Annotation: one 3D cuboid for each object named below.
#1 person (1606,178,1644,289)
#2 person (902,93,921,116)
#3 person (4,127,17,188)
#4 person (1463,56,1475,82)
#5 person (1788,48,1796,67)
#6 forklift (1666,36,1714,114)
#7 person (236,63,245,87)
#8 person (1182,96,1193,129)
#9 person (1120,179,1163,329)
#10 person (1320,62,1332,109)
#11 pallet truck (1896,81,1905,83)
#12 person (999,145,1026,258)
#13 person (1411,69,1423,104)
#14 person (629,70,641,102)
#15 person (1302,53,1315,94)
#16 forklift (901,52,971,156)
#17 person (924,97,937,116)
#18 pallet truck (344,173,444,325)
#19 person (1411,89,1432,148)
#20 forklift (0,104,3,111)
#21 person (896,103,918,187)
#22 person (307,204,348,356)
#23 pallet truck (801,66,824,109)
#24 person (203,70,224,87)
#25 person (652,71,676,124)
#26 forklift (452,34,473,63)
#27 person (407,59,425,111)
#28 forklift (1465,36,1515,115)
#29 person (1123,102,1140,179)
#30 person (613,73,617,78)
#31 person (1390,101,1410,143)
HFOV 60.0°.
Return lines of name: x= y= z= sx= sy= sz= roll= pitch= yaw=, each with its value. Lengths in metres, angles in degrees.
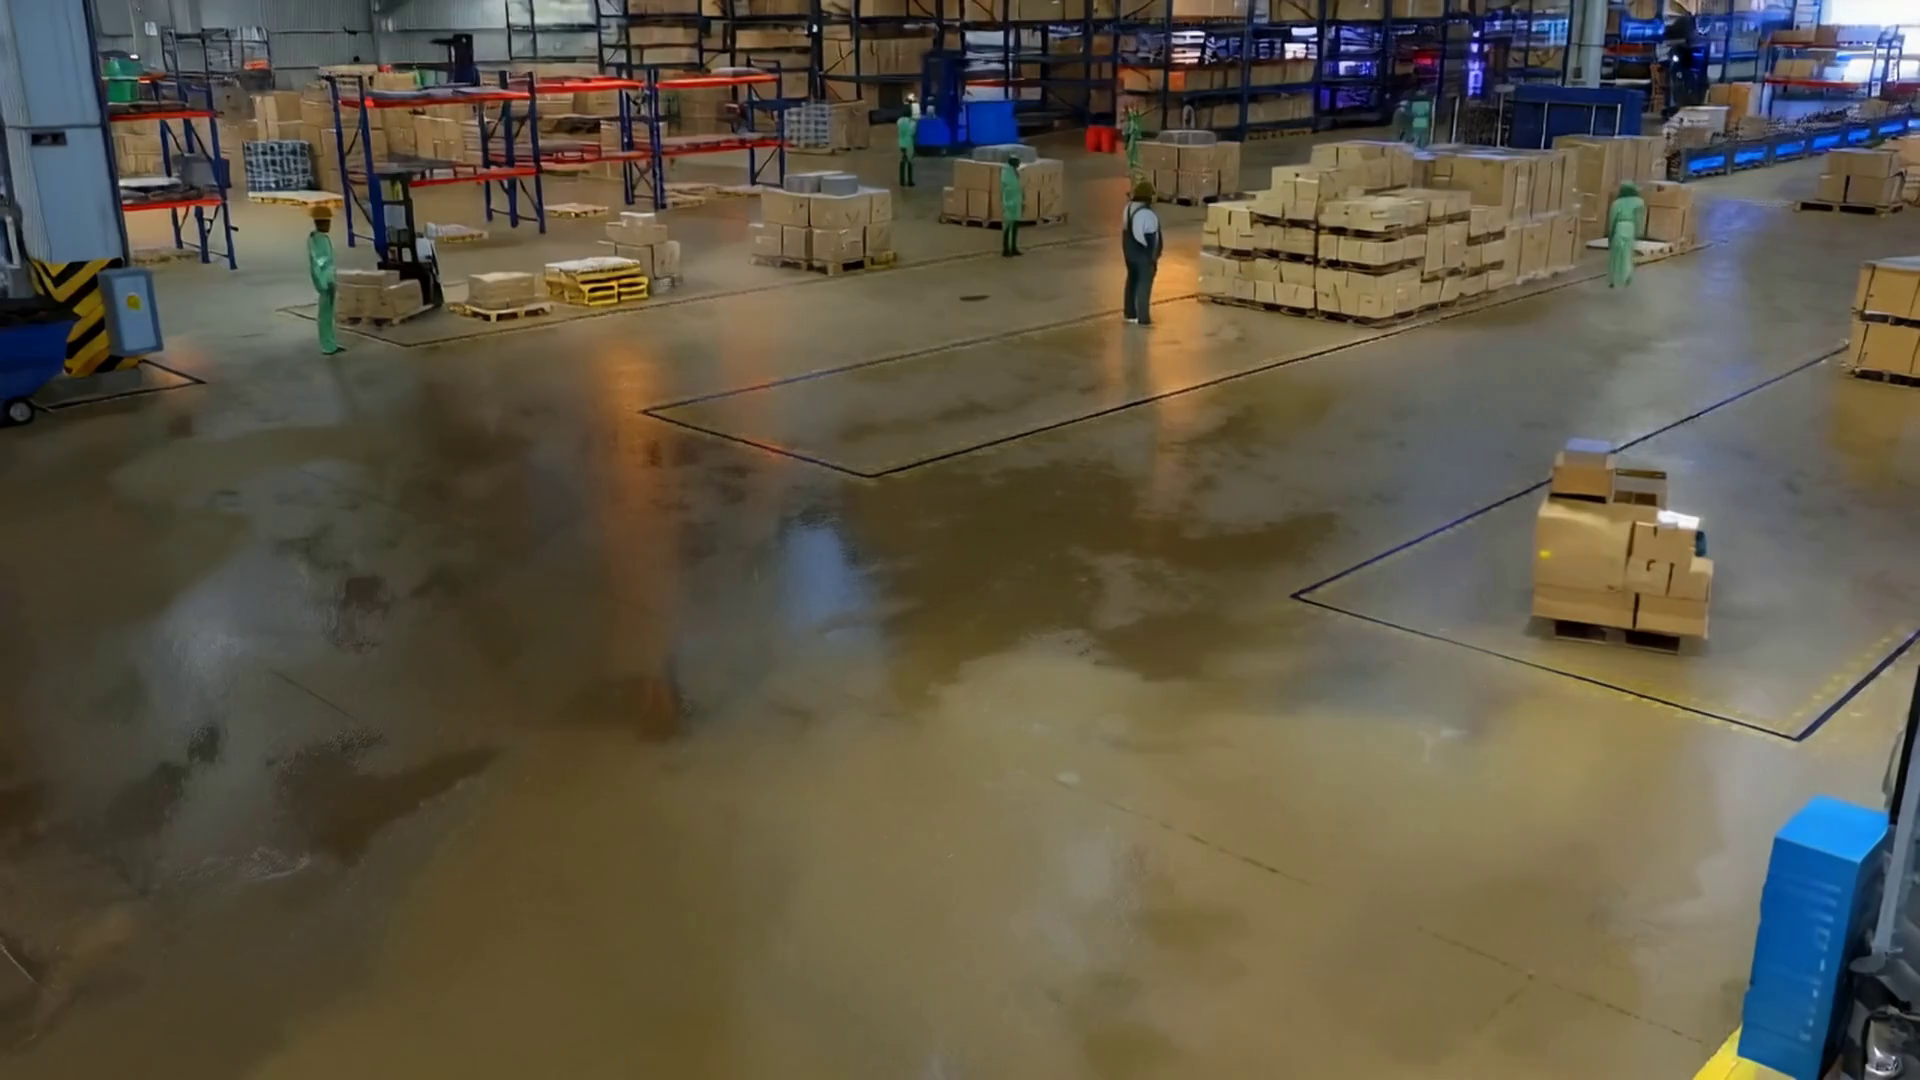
person: x=10.338 y=-4.759 z=25.911 sx=0.499 sy=1.724 sz=0.497 roll=3 pitch=19 yaw=9
person: x=-1.378 y=-11.942 z=47.646 sx=0.575 sy=1.662 sz=0.403 roll=1 pitch=18 yaw=4
person: x=-21.523 y=-8.742 z=37.656 sx=0.916 sy=1.895 sz=0.633 roll=8 pitch=20 yaw=24
person: x=20.941 y=-19.008 z=68.599 sx=0.713 sy=1.889 sz=0.654 roll=-8 pitch=20 yaw=-23
person: x=42.965 y=-24.768 z=86.202 sx=0.561 sy=1.725 sz=0.726 roll=-8 pitch=20 yaw=-22
forklift: x=27.341 y=-17.291 z=61.877 sx=1.129 sy=2.768 sz=1.873 roll=17 pitch=25 yaw=41
person: x=-25.566 y=-16.006 z=59.388 sx=0.623 sy=1.993 sz=0.386 roll=9 pitch=20 yaw=25
person: x=6.431 y=-11.737 z=47.074 sx=0.307 sy=1.645 sz=0.511 roll=7 pitch=20 yaw=20
person: x=2.548 y=-3.957 z=23.016 sx=0.538 sy=2.000 sz=0.687 roll=-10 pitch=21 yaw=-28
person: x=13.534 y=-16.857 z=61.981 sx=0.733 sy=1.991 sz=0.395 roll=3 pitch=19 yaw=10
pallet truck: x=34.802 y=-16.331 z=61.455 sx=0.653 sy=1.274 sz=1.630 roll=17 pitch=25 yaw=41
person: x=0.939 y=-5.929 z=29.132 sx=0.542 sy=1.929 sz=0.374 roll=-15 pitch=24 yaw=-39
person: x=16.792 y=-16.343 z=60.850 sx=0.513 sy=1.714 sz=0.968 roll=-17 pitch=25 yaw=-41
person: x=-11.039 y=-14.880 z=56.116 sx=0.587 sy=1.920 sz=0.391 roll=-10 pitch=21 yaw=-27
person: x=15.493 y=-20.728 z=73.937 sx=0.952 sy=1.795 sz=0.644 roll=-15 pitch=23 yaw=-37
forklift: x=-0.707 y=-12.311 z=46.874 sx=1.129 sy=2.768 sz=1.873 roll=17 pitch=25 yaw=41
person: x=-0.850 y=-11.669 z=46.890 sx=0.370 sy=1.625 sz=0.530 roll=11 pitch=21 yaw=29
pallet truck: x=-8.209 y=-4.181 z=23.757 sx=0.823 sy=1.965 sz=1.885 roll=3 pitch=19 yaw=9
person: x=12.619 y=-11.403 z=45.662 sx=0.560 sy=1.906 sz=0.777 roll=12 pitch=22 yaw=32
forklift: x=-30.137 y=-13.577 z=50.687 sx=1.129 sy=2.768 sz=1.873 roll=17 pitch=25 yaw=41
person: x=-1.245 y=-9.366 z=39.451 sx=0.606 sy=1.958 sz=0.377 roll=15 pitch=24 yaw=38
person: x=-8.122 y=-3.337 z=21.325 sx=0.375 sy=1.925 sz=0.595 roll=-4 pitch=19 yaw=-11
pallet truck: x=-4.812 y=-15.182 z=56.903 sx=0.823 sy=1.965 sz=1.885 roll=-9 pitch=21 yaw=-26
person: x=-25.126 y=-14.880 z=56.119 sx=0.639 sy=1.922 sz=0.764 roll=-9 pitch=20 yaw=-26
person: x=-10.373 y=-15.309 z=57.598 sx=0.965 sy=1.793 sz=0.643 roll=-12 pitch=22 yaw=-32
forklift: x=-19.328 y=-18.330 z=65.007 sx=1.129 sy=2.768 sz=1.873 roll=17 pitch=25 yaw=41
person: x=-20.910 y=-17.460 z=63.860 sx=0.542 sy=1.938 sz=0.358 roll=5 pitch=19 yaw=15
forklift: x=19.973 y=-17.201 z=61.605 sx=1.873 sy=2.768 sz=1.129 roll=16 pitch=24 yaw=40
person: x=4.238 y=-9.862 z=41.066 sx=0.328 sy=1.877 sz=0.513 roll=8 pitch=20 yaw=23
person: x=-11.024 y=-14.060 z=53.614 sx=0.627 sy=1.941 sz=0.370 roll=3 pitch=19 yaw=9
person: x=12.200 y=-11.361 z=46.042 sx=0.860 sy=1.583 sz=0.531 roll=-17 pitch=25 yaw=-42
